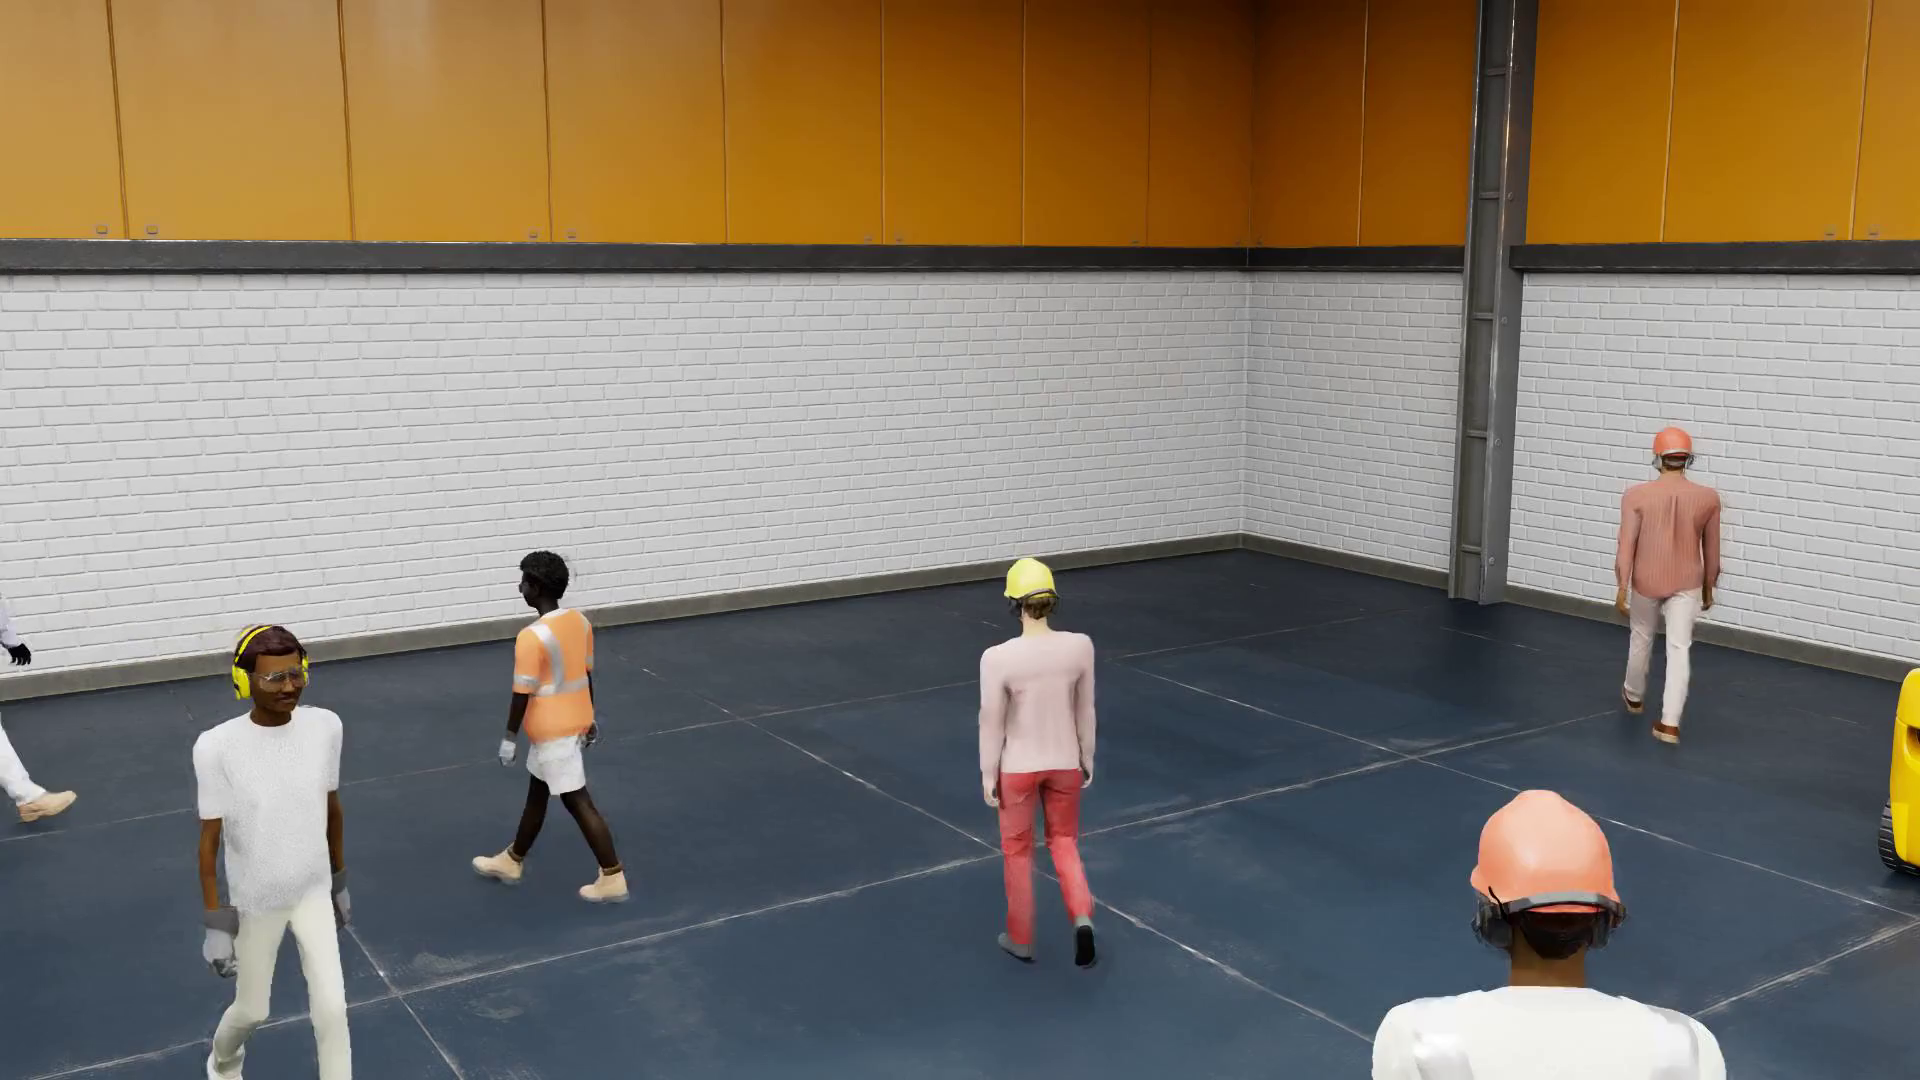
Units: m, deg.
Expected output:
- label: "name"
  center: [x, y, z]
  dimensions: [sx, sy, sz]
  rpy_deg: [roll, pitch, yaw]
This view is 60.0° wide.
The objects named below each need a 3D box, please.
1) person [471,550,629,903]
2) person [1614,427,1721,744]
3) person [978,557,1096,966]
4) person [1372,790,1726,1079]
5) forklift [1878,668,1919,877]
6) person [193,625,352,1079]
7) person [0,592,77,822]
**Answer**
- label: "person"
  center: [-1.919, 0.868, 7.741]
  dimensions: [0.866, 1.646, 0.549]
  rpy_deg: [2, 10, 13]
- label: "person"
  center: [4.482, 0.253, 10.575]
  dimensions: [0.646, 1.938, 1.044]
  rpy_deg: [2, 10, 13]
- label: "person"
  center: [0.341, 0.949, 6.944]
  dimensions: [0.540, 1.751, 0.530]
  rpy_deg: [-3, 10, -19]
- label: "person"
  center: [1.062, 1.450, 3.195]
  dimensions: [0.630, 1.993, 0.987]
  rpy_deg: [1, 9, 6]
- label: "forklift"
  center: [5.511, 0.571, 7.906]
  dimensions: [2.313, 2.155, 1.214]
  rpy_deg: [-6, 11, -33]
- label: "person"
  center: [-2.264, 1.155, 5.477]
  dimensions: [0.915, 1.833, 0.533]
  rpy_deg: [9, 13, 44]
- label: "person"
  center: [-5.189, 0.615, 8.805]
  dimensions: [0.921, 1.796, 0.645]
  rpy_deg: [-2, 10, -13]
